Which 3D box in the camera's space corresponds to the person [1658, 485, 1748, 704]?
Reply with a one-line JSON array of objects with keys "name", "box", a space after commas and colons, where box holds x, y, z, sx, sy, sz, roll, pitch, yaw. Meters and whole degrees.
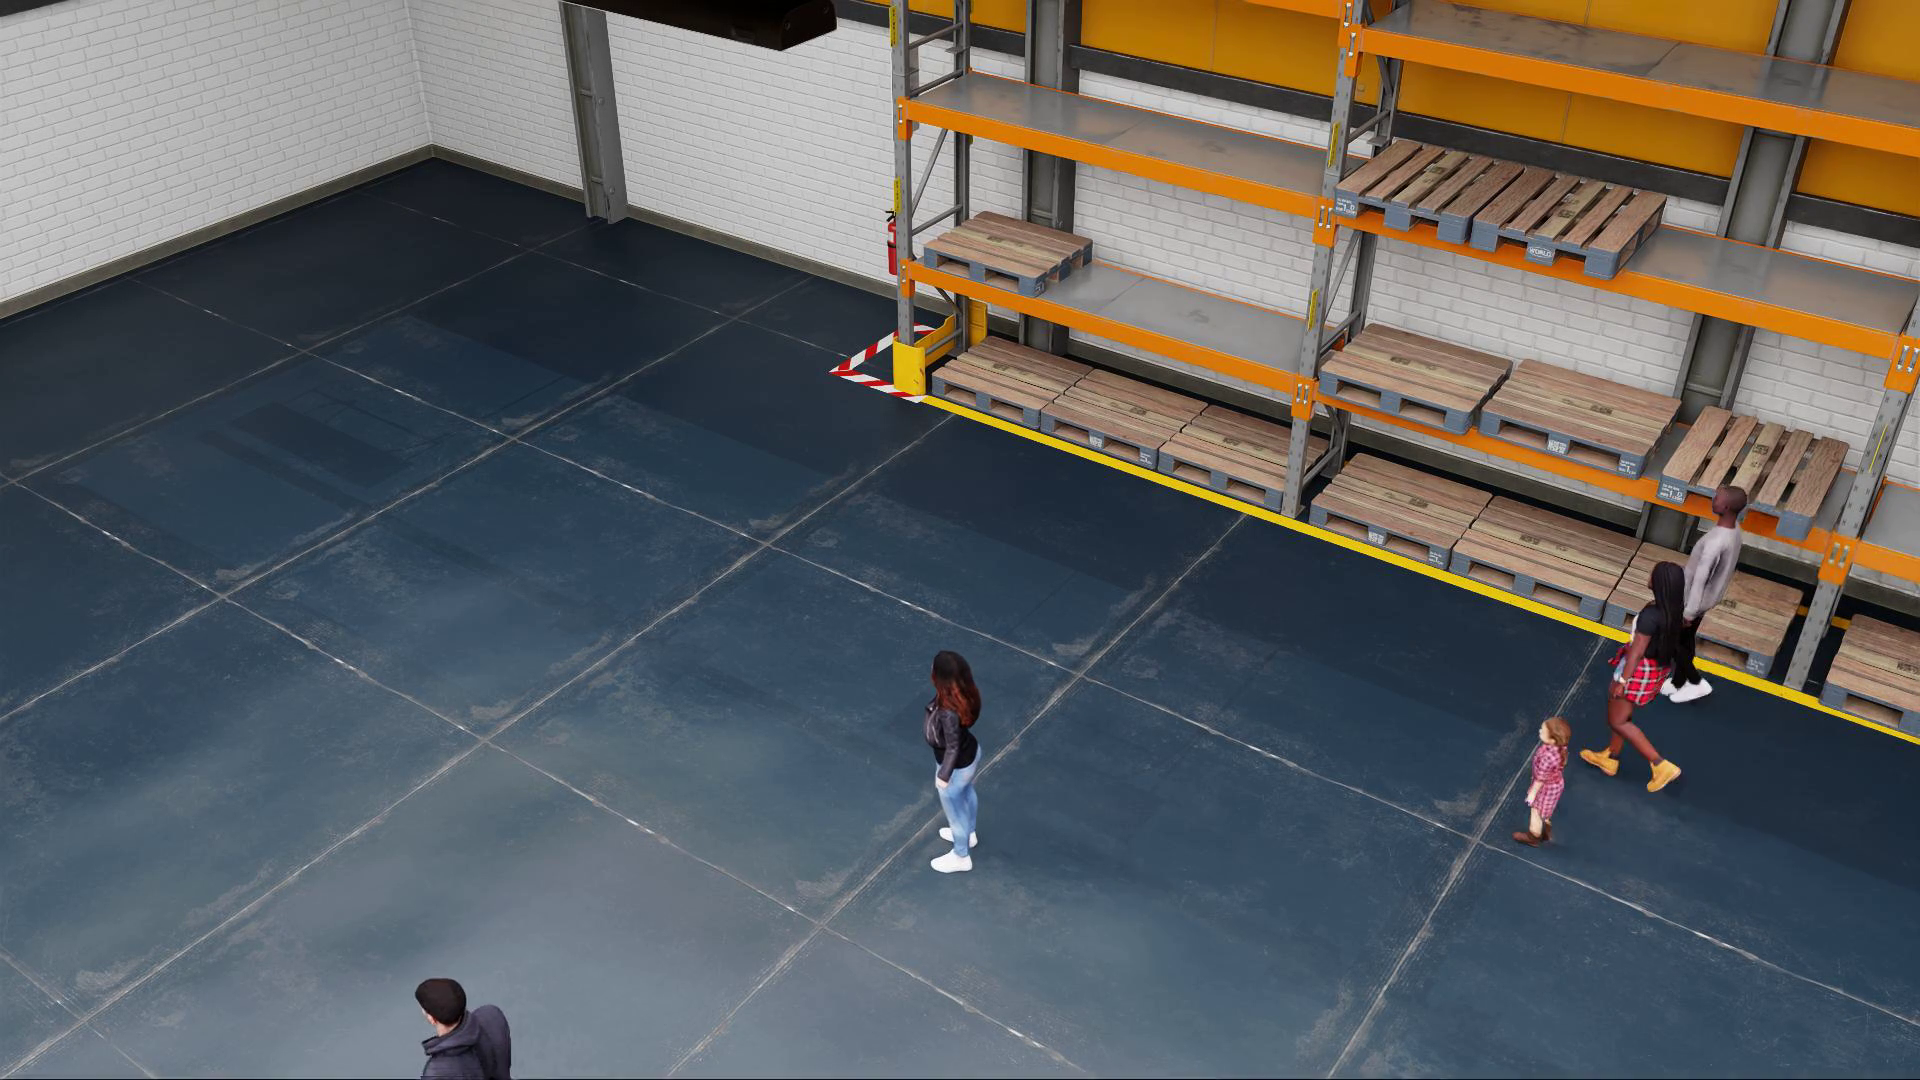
[{"name": "person", "box": [5.166, 0.427, 11.414, 0.674, 1.764, 0.638, 22, 40, 30]}]

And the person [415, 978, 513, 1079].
[{"name": "person", "box": [-2.151, 2.787, 7.789, 1.257, 1.846, 0.798, 16, 37, 22]}]

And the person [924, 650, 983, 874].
[{"name": "person", "box": [-0.027, 1.335, 10.168, 0.677, 1.631, 0.703, 8, 34, 12]}]

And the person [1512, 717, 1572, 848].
[{"name": "person", "box": [3.714, 1.543, 10.412, 0.448, 1.015, 0.430, 23, 40, 30]}]

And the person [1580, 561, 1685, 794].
[{"name": "person", "box": [4.467, 0.926, 10.714, 0.938, 1.708, 0.690, 28, 43, 35]}]
